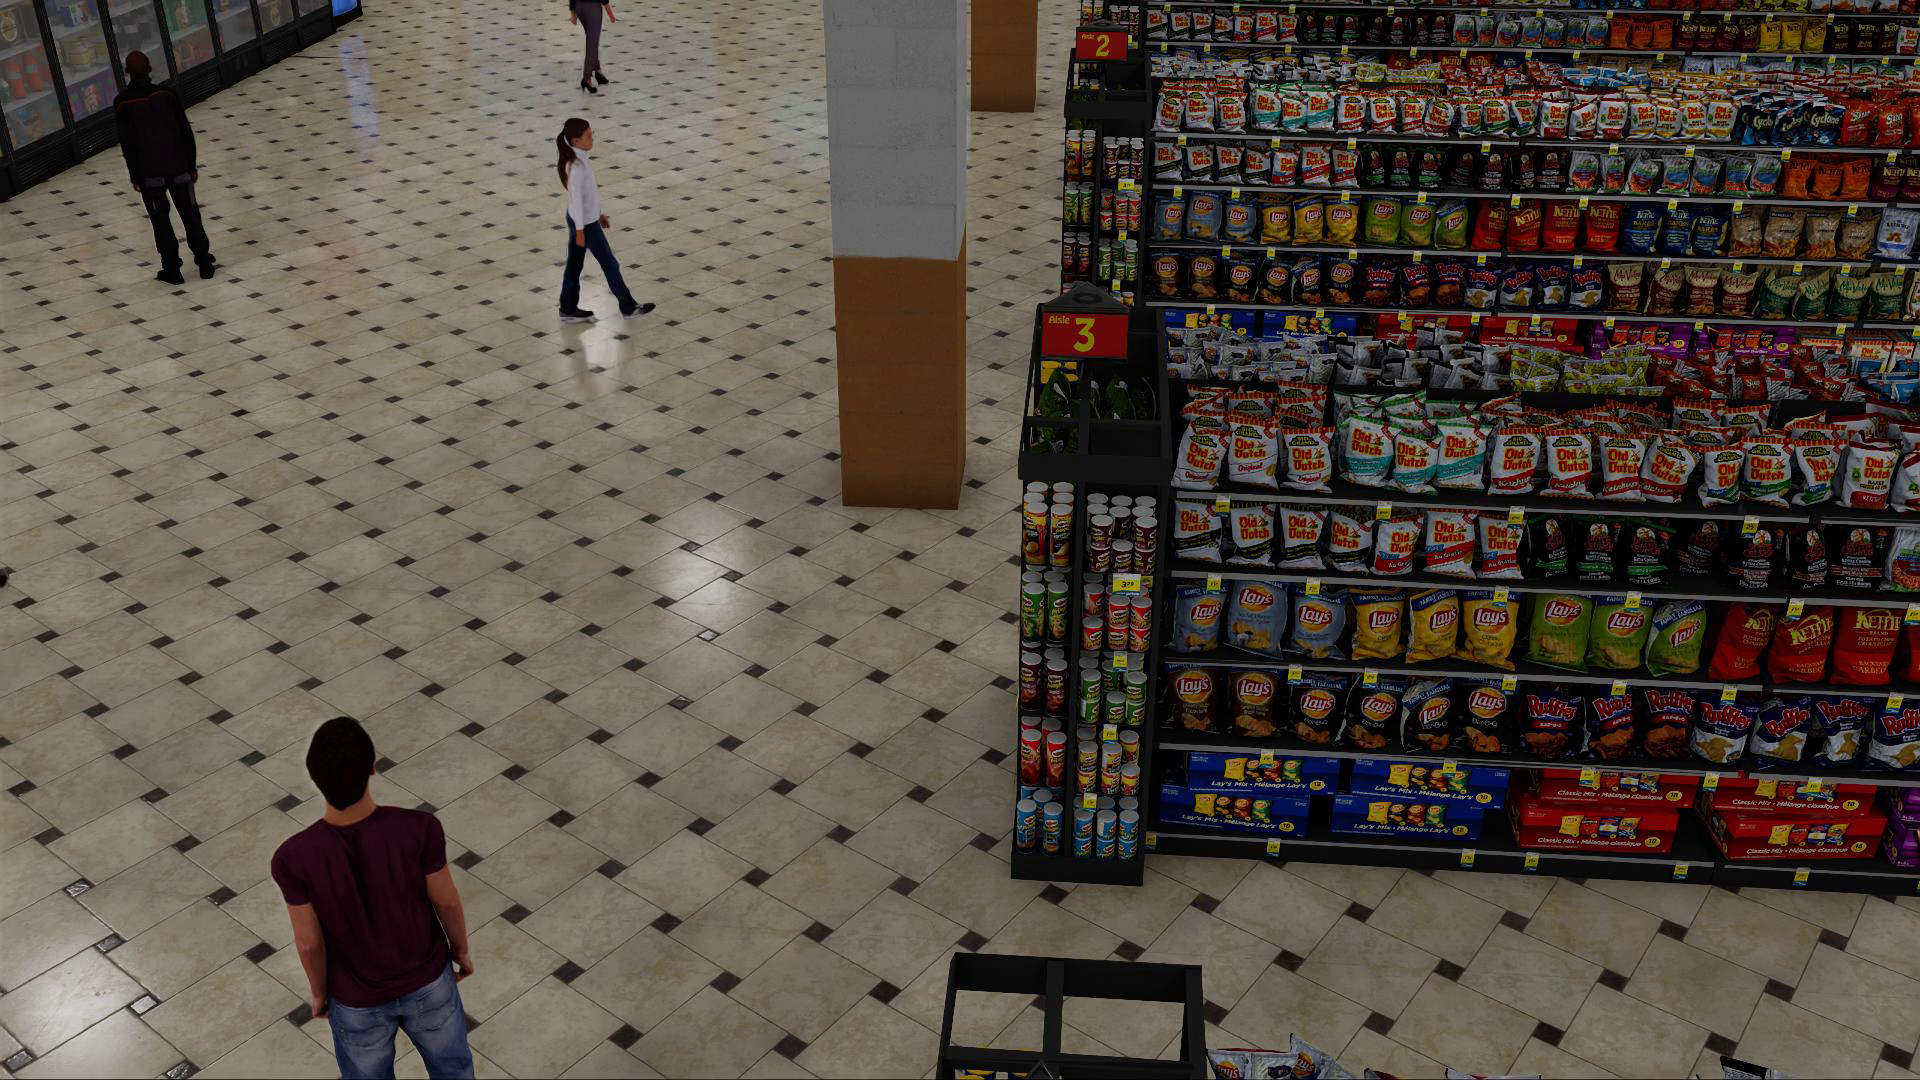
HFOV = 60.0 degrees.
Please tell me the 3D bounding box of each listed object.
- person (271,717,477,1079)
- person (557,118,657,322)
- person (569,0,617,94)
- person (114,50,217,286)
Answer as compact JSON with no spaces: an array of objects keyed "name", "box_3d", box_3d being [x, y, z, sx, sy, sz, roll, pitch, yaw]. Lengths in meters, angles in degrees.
[{"name":"person","box_3d":[-1.786,1.350,5.198,0.671,1.855,0.800,-12,31,-21]},{"name":"person","box_3d":[-2.862,-2.323,12.267,1.014,1.527,0.721,-6,29,-11]},{"name":"person","box_3d":[-4.185,-5.804,18.507,0.796,1.656,0.837,19,34,30]},{"name":"person","box_3d":[-6.256,-2.921,13.051,0.778,1.825,0.855,-19,34,-31]}]
